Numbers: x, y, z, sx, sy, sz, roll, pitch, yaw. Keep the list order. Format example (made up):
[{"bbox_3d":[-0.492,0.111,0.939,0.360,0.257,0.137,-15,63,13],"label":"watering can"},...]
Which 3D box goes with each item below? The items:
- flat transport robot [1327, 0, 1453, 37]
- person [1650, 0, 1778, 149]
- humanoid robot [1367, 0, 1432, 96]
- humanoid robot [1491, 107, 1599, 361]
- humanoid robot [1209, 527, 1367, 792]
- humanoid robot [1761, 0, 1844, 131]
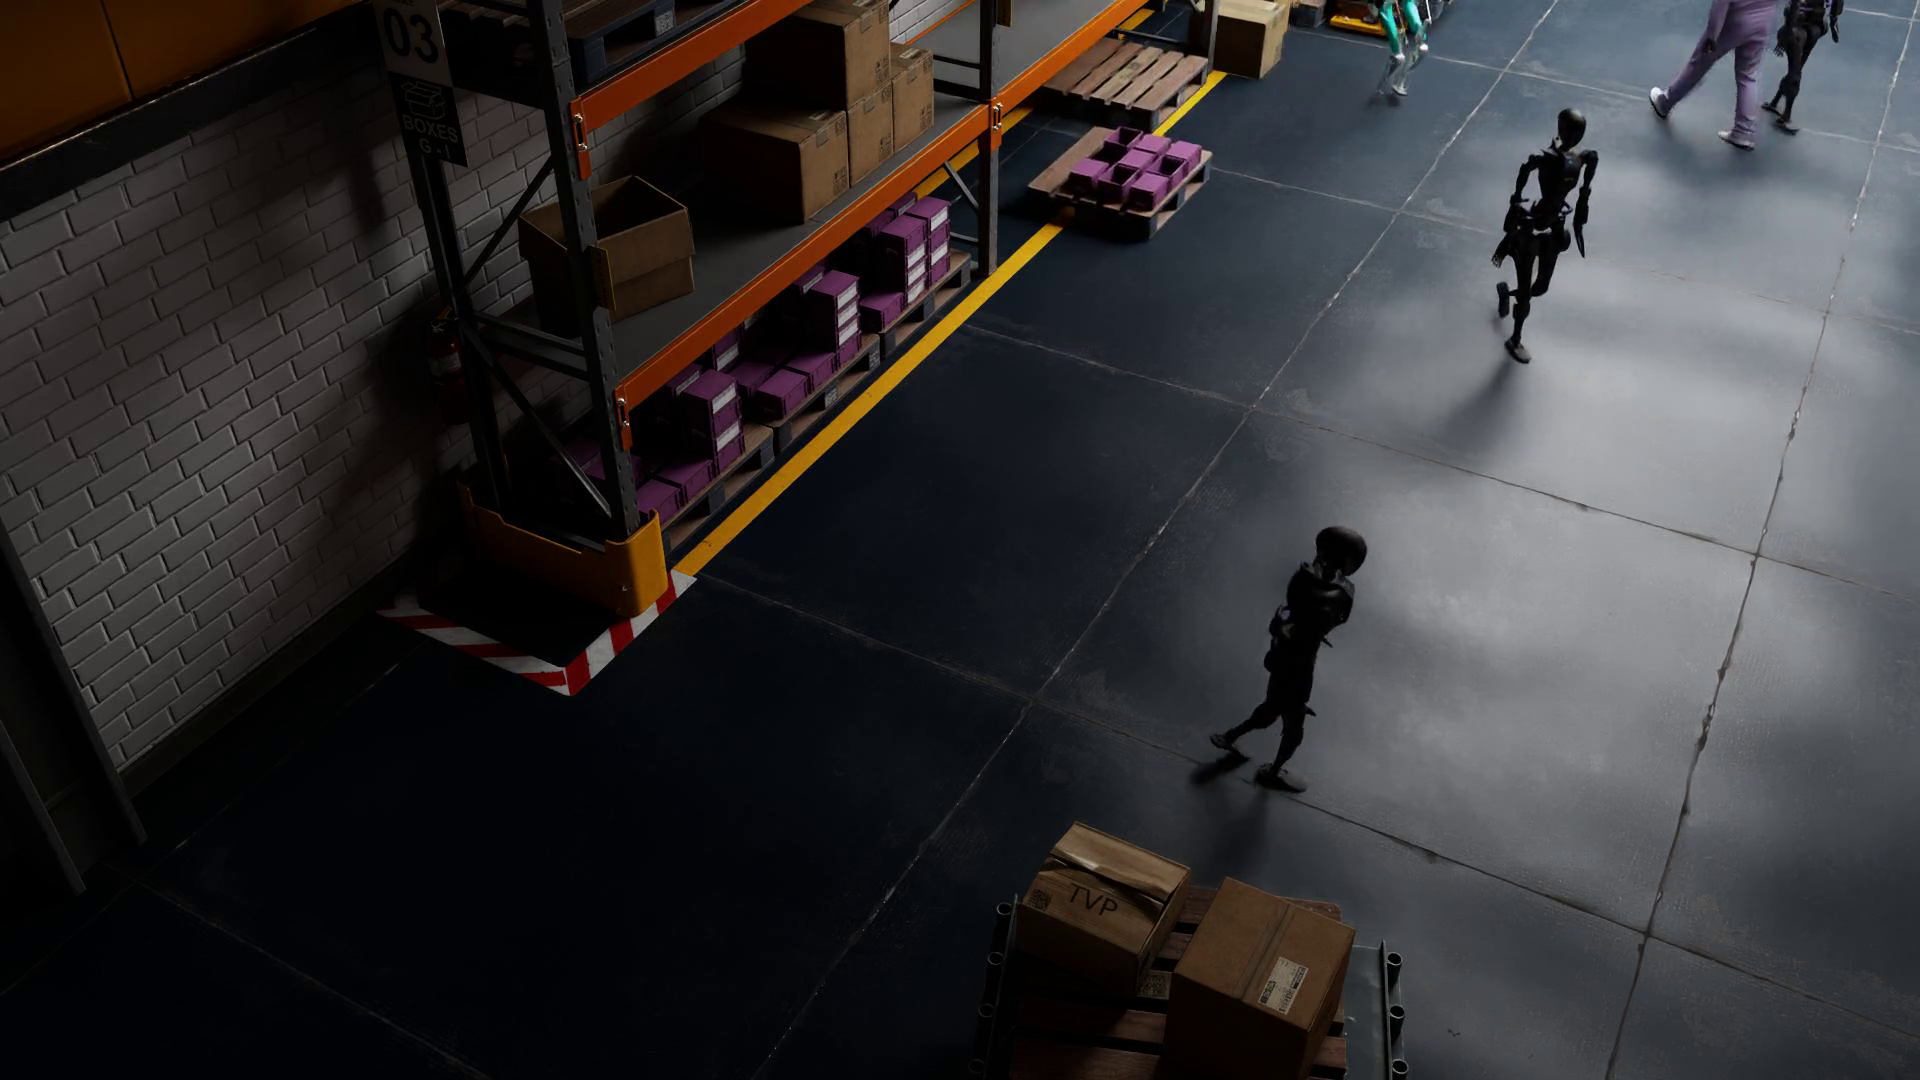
[{"bbox_3d":[4.009,-5.056,15.539,0.659,0.231,1.431,19,42,22],"label":"flat transport robot"},{"bbox_3d":[6.070,-4.088,13.072,0.660,1.842,0.990,-9,40,-11],"label":"person"},{"bbox_3d":[3.609,-4.368,13.503,0.581,1.785,0.795,-11,40,-14],"label":"humanoid robot"},{"bbox_3d":[3.680,-2.005,10.617,0.614,1.639,0.665,-9,40,-11],"label":"humanoid robot"},{"bbox_3d":[1.448,0.516,7.474,0.550,1.635,0.624,12,40,15],"label":"humanoid robot"},{"bbox_3d":[6.777,-4.098,13.221,0.591,1.646,0.544,-17,42,-20],"label":"humanoid robot"}]
